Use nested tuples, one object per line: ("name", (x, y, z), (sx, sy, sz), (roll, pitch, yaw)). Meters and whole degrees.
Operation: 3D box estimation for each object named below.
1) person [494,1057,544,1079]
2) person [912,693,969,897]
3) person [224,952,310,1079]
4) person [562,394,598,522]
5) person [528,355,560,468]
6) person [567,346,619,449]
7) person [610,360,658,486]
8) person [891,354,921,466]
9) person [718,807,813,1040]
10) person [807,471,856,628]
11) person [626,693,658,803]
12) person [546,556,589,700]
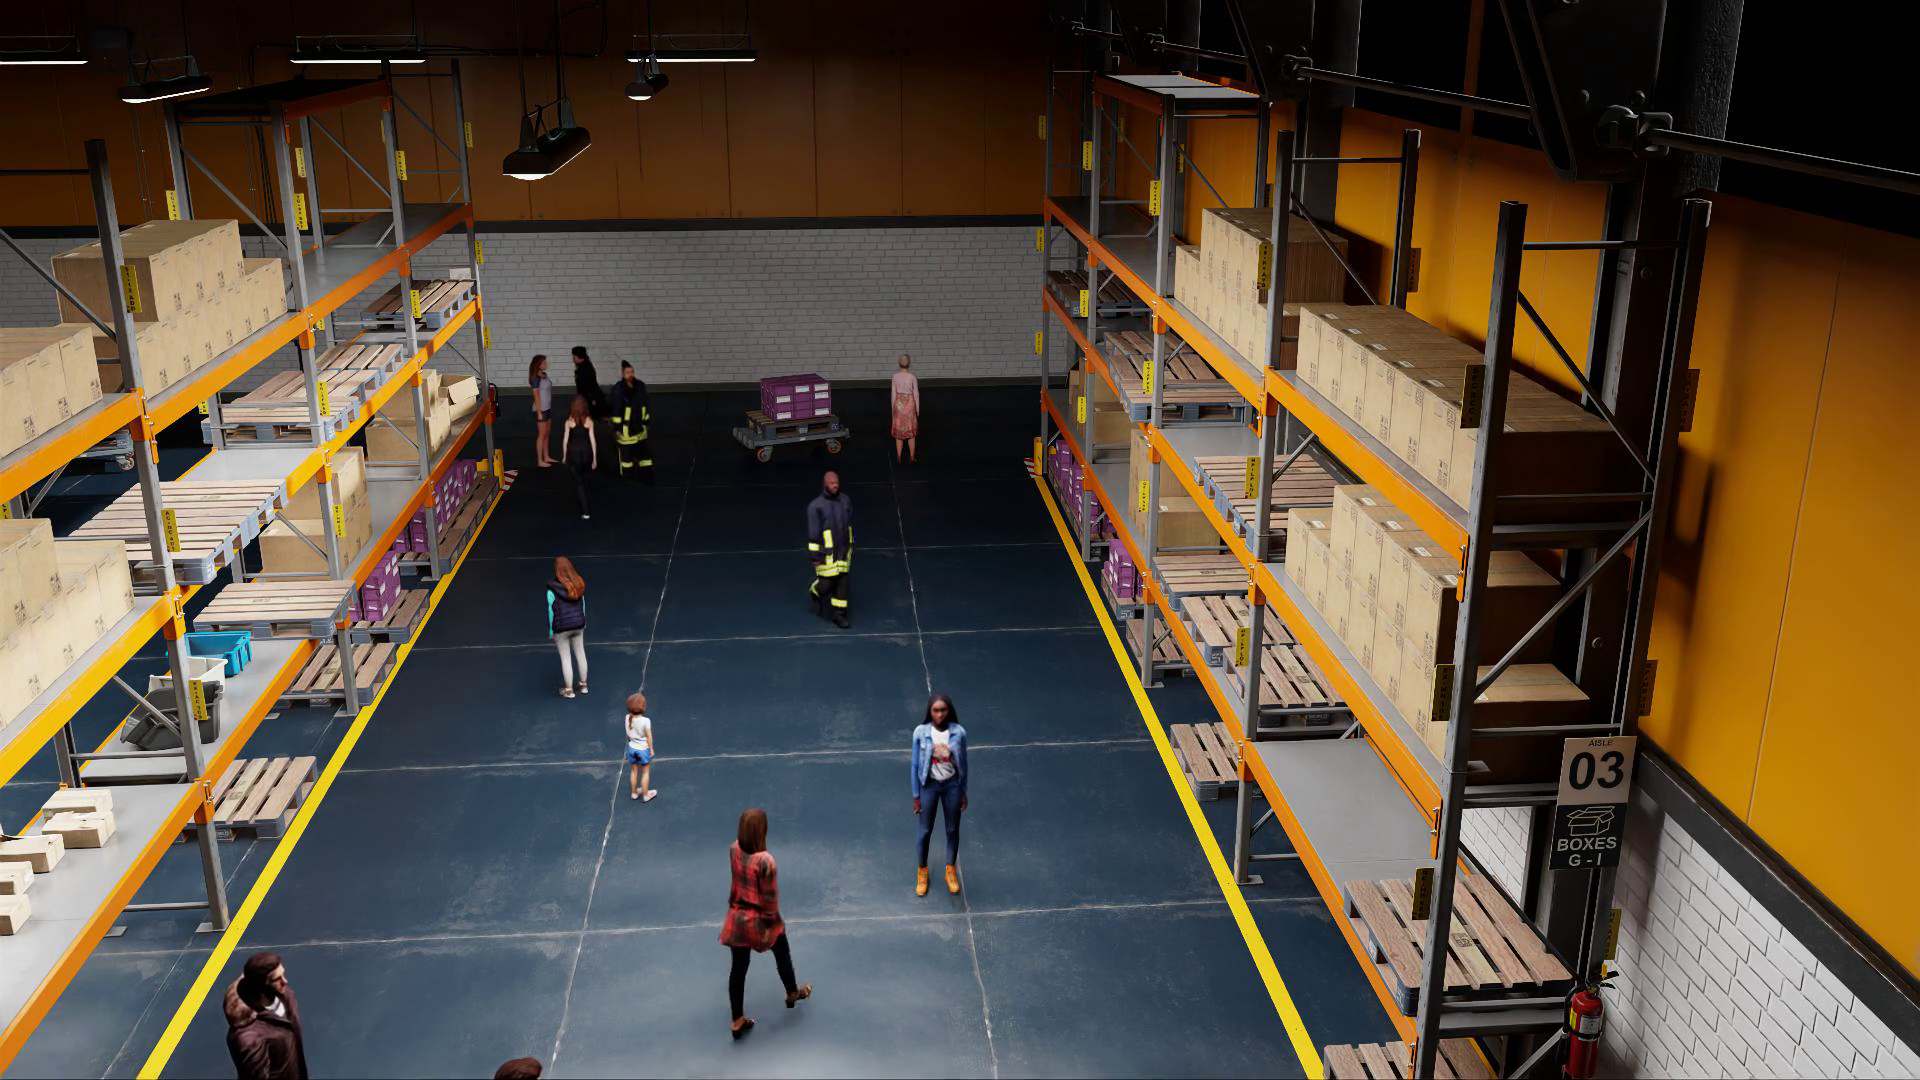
("person", (-2.239, 3.495, 8.603), (0.798, 1.886, 0.629), (-5, 19, -15))
("person", (-0.160, 2.013, 13.277), (0.593, 1.711, 0.506), (-2, 19, -6))
("person", (-3.973, 3.180, 9.612), (0.814, 1.840, 0.582), (0, 19, -1))
("person", (-5.117, -1.077, 22.461), (0.851, 1.707, 1.228), (-8, 20, -22))
("person", (-6.311, -1.958, 25.047), (0.699, 1.725, 0.543), (2, 19, 7))
("person", (-5.656, -2.178, 25.879), (0.795, 1.612, 1.024), (-1, 19, -2))
("person", (-4.800, -1.707, 24.121), (0.999, 1.841, 1.111), (-11, 22, -30))
("person", (-0.827, -1.976, 25.154), (0.632, 1.692, 0.621), (2, 19, 6))
("person", (-1.477, 2.657, 11.423), (0.933, 1.675, 1.032), (12, 22, 31))
("person", (-1.480, 0.071, 18.892), (0.968, 1.809, 1.075), (-12, 22, -31))
("person", (-2.867, 1.846, 14.857), (0.479, 1.020, 0.523), (10, 21, 27))
("person", (-3.997, 0.878, 16.980), (0.681, 1.500, 0.724), (-15, 24, -37))
